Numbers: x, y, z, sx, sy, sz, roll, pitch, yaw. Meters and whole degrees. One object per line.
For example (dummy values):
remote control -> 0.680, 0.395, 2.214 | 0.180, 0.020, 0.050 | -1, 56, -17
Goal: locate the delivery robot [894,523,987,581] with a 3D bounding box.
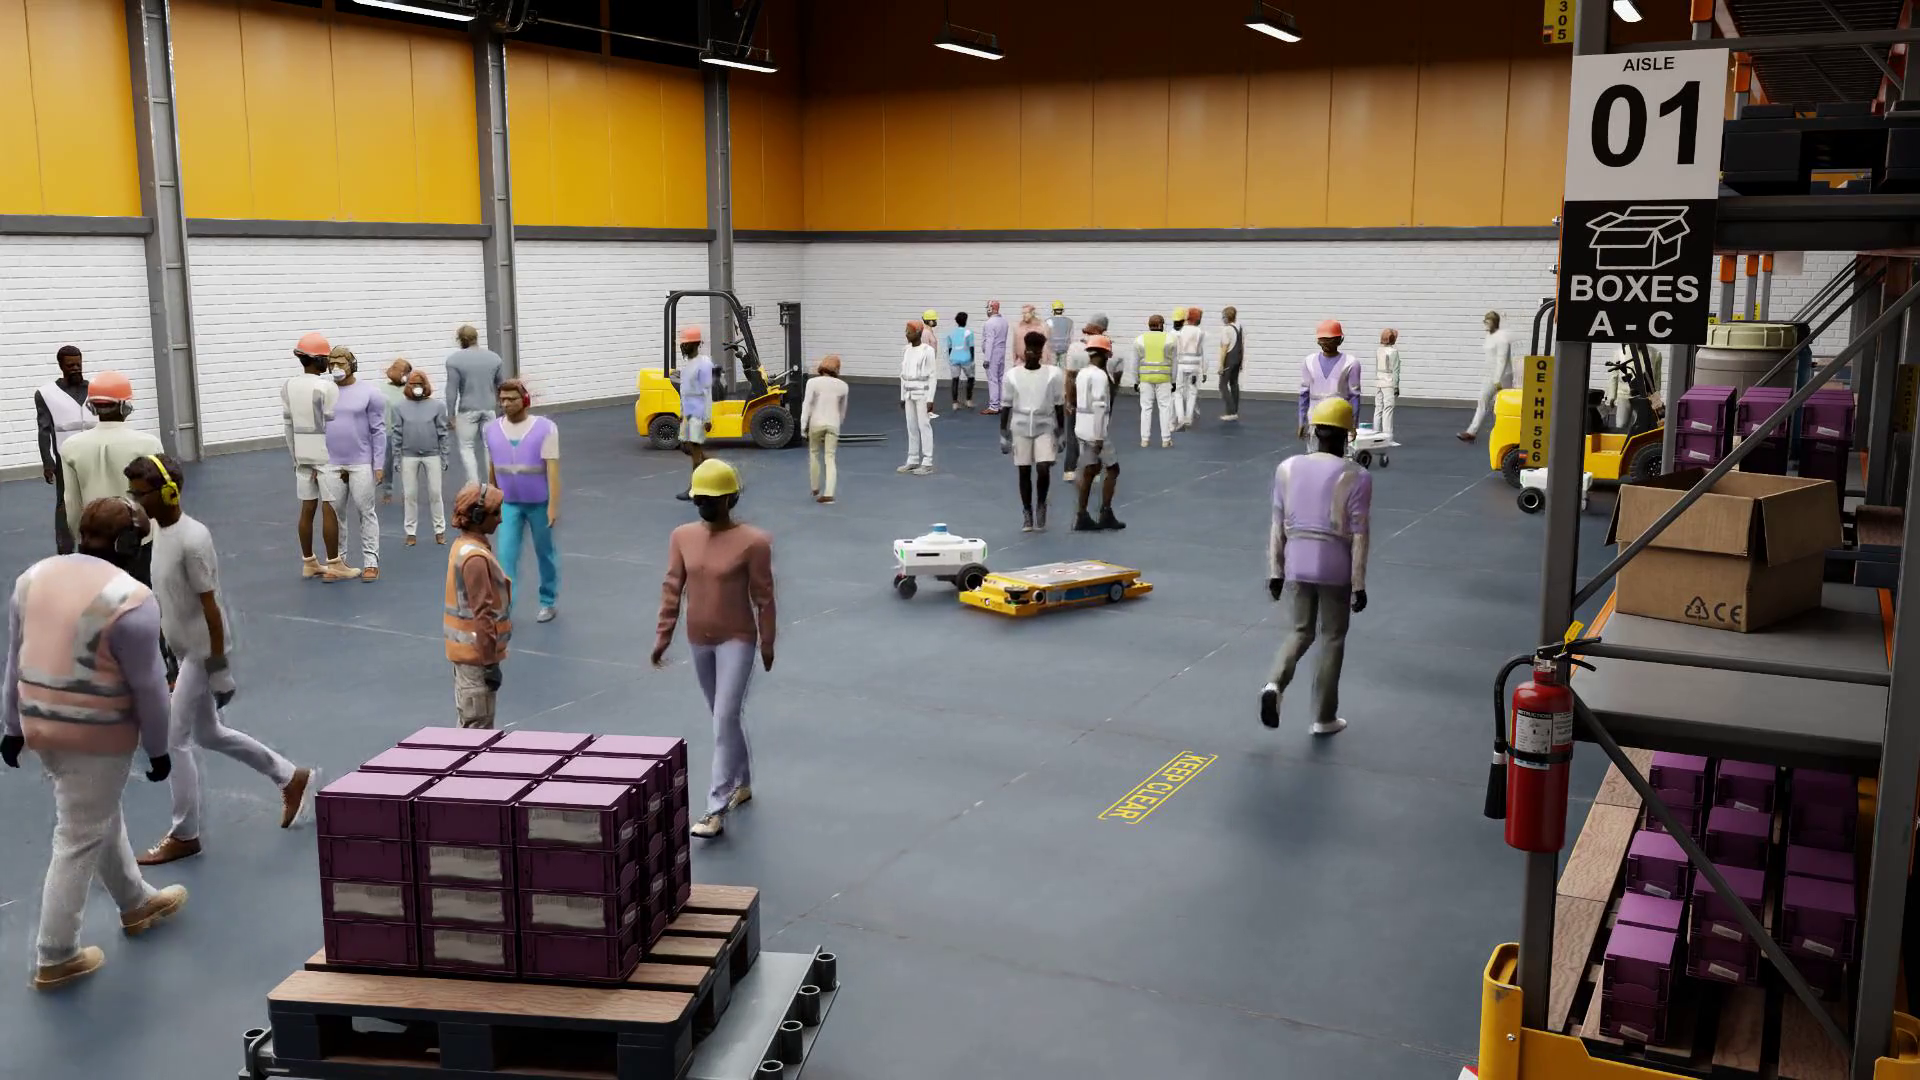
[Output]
delivery robot -> -0.157, 0.114, 13.077 | 0.707, 0.478, 0.477 | -1, 9, -10

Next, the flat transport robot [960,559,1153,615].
flat transport robot -> 0.756, 0.347, 12.832 | 1.431, 0.197, 0.652 | -8, 12, -38

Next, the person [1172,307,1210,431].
person -> 3.425, -2.556, 25.042 | 0.656, 1.871, 0.535 | 2, 10, 12

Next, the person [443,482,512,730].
person -> -2.230, 0.547, 7.723 | 0.314, 1.640, 0.514 | -4, 11, -22

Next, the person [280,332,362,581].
person -> -5.243, -0.675, 13.633 | 0.607, 2.044, 0.376 | 4, 11, 24

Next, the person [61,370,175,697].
person -> -4.991, -0.013, 9.930 | 0.612, 1.997, 0.375 | -1, 10, -4

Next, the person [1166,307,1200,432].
person -> 3.392, -2.589, 25.183 | 0.589, 1.889, 0.770 | 6, 12, 33

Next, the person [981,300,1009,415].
person -> 0.549, -3.048, 27.763 | 0.403, 1.906, 0.652 | 5, 11, 27

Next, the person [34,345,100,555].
person -> -7.450, -0.680, 14.030 | 0.375, 1.915, 0.598 | 7, 12, 34

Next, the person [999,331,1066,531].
person -> 0.688, -1.026, 15.949 | 0.645, 1.940, 0.556 | 1, 10, 7

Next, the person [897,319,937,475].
person -> -0.520, -1.735, 20.227 | 0.337, 1.882, 0.584 | -8, 13, -40

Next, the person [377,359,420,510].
person -> -5.952, -1.132, 17.604 | 0.509, 1.585, 0.880 | -6, 11, -29

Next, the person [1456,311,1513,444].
person -> 7.520, -2.255, 23.258 | 1.050, 1.878, 0.665 | -1, 10, -7

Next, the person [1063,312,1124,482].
person -> 1.533, -1.679, 19.450 | 0.729, 2.000, 0.537 | -3, 10, -14

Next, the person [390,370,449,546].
person -> -4.960, -0.755, 15.306 | 0.502, 1.627, 0.276 | -3, 10, -17

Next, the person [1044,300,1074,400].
person -> 1.788, -3.478, 30.474 | 0.603, 1.828, 0.404 | -2, 10, -13

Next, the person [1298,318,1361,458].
person -> 3.673, -1.192, 16.627 | 0.614, 2.041, 0.393 | 6, 11, 29

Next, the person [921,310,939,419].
person -> -0.493, -2.860, 27.080 | 0.314, 1.769, 0.524 | 2, 10, 9

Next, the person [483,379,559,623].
person -> -3.116, -0.242, 11.823 | 0.594, 1.792, 0.954 | 1, 10, 6

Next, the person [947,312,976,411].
person -> 0.055, -3.063, 28.481 | 0.553, 1.672, 0.634 | 5, 11, 26

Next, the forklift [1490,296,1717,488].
forklift -> 7.296, -1.677, 18.993 | 2.313, 2.155, 1.214 | 5, 11, 27

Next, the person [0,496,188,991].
person -> -3.198, 0.725, 6.283 | 0.684, 1.787, 0.877 | 5, 11, 25

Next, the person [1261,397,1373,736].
person -> 1.949, 0.169, 9.145 | 0.583, 1.903, 0.610 | 8, 13, 40

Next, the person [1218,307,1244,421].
person -> 4.364, -2.813, 26.663 | 0.344, 1.830, 0.655 | 9, 13, 42

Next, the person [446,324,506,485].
person -> -5.246, -1.378, 18.083 | 0.672, 1.923, 0.415 | -8, 13, -39

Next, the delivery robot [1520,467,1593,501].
delivery robot -> 6.187, -0.604, 17.252 | 0.707, 0.478, 0.477 | 4, 11, 21

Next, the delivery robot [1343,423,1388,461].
delivery robot -> 5.027, -1.217, 20.801 | 0.707, 0.478, 0.477 | -7, 12, -36

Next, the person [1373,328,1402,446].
person -> 5.957, -2.126, 23.192 | 0.307, 1.643, 0.514 | -3, 10, -18

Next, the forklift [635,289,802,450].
forklift -> -3.358, -2.392, 23.136 | 2.313, 2.155, 1.214 | -1, 10, -5

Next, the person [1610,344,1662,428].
person -> 8.481, -1.825, 20.901 | 0.600, 1.829, 0.404 | 4, 11, 21

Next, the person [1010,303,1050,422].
person -> 1.074, -2.799, 26.373 | 0.672, 1.883, 0.675 | 5, 11, 26

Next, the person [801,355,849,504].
person -> -1.474, -1.210, 18.060 | 0.555, 1.579, 0.726 | -3, 10, -14

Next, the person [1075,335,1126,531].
person -> 1.378, -1.028, 16.113 | 0.635, 1.891, 0.620 | -3, 10, -19

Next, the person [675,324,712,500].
person -> -2.841, -1.394, 18.142 | 0.555, 1.922, 0.569 | -7, 12, -35

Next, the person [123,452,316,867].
person -> -3.342, 0.501, 7.462 | 0.797, 1.833, 0.583 | -8, 13, -39

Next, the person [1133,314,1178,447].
person -> 2.710, -2.203, 23.076 | 0.624, 1.841, 0.430 | 2, 10, 13

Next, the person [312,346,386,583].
person -> -4.993, -0.613, 13.578 | 0.631, 1.940, 0.372 | 0, 10, -3

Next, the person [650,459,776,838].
person -> -1.176, 0.497, 7.751 | 0.533, 1.735, 0.831 | 5, 11, 25
